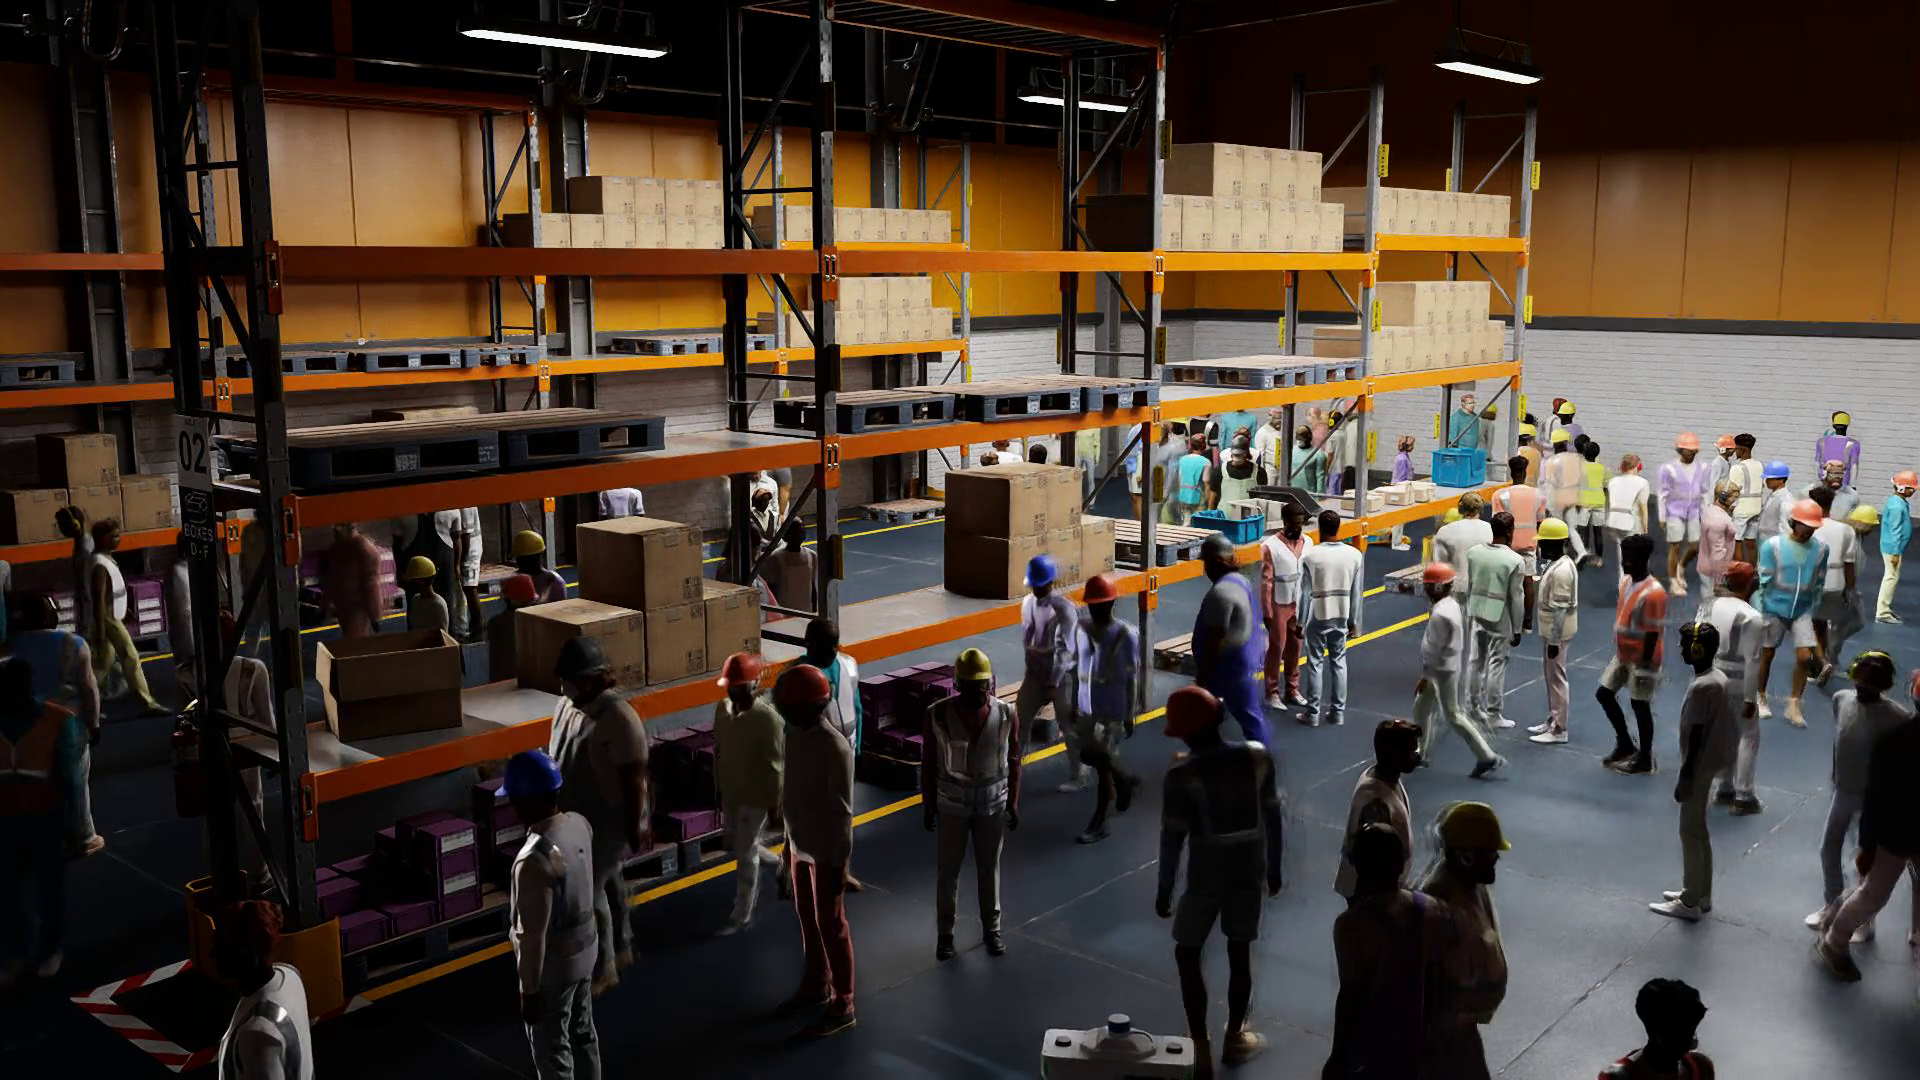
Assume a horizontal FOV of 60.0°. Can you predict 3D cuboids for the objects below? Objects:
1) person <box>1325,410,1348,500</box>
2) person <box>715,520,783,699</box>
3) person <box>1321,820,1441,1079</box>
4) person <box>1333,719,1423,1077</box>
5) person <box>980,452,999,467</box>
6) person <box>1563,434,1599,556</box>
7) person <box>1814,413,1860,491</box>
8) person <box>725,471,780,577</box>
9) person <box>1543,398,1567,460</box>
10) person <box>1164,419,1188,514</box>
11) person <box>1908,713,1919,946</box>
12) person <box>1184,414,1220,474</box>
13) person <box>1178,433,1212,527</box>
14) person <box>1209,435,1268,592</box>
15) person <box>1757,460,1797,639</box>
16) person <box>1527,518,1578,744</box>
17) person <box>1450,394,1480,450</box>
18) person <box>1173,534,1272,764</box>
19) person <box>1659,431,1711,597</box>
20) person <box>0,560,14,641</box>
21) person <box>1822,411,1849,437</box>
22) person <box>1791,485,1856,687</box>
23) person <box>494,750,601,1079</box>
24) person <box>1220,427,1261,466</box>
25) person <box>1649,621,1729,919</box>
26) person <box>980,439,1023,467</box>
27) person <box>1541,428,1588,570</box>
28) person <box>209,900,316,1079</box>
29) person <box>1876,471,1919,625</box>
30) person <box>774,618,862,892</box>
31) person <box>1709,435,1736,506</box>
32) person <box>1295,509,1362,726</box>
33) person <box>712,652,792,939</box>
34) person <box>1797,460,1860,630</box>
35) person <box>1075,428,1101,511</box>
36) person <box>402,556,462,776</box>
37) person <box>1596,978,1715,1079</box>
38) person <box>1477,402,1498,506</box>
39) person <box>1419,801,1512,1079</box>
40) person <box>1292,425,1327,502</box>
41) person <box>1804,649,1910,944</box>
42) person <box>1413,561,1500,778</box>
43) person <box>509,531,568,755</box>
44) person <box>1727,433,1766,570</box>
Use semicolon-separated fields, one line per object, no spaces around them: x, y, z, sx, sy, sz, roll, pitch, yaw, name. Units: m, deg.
5.537;-0.988;24.696;0.328;1.872;0.514;9;13;43;person
-1.674;0.836;13.293;0.538;2.000;0.682;-4;10;-24;person
1.693;2.037;6.732;0.505;1.838;0.347;-5;11;-27;person
2.066;1.778;8.299;0.398;1.833;0.563;3;10;17;person
0.340;-0.125;19.612;0.335;1.845;0.513;2;10;10;person
8.551;-0.616;22.987;0.536;1.697;0.318;5;11;27;person
12.514;-0.855;23.767;0.588;1.918;0.401;9;13;44;person
-2.361;-0.058;19.077;0.643;1.899;0.397;-5;11;-28;person
9.586;-1.351;26.820;0.338;1.882;0.582;1;10;5;person
3.516;-1.332;26.637;0.608;1.901;0.763;5;11;27;person
5.872;1.487;9.742;0.385;1.925;0.592;-4;10;-22;person
3.708;-1.190;25.436;0.615;2.031;0.403;8;12;39;person
3.064;-0.466;21.644;0.376;1.844;0.572;-7;12;-34;person
3.291;-0.231;19.665;0.688;2.000;0.536;1;10;7;person
8.809;0.101;17.999;0.417;1.939;0.609;2;10;11;person
5.016;0.765;14.093;0.397;1.918;0.588;2;10;14;person
8.284;-1.431;27.230;0.654;1.906;0.407;-7;12;-35;person
2.091;0.896;12.935;0.907;2.000;0.717;3;10;19;person
8.810;-0.317;20.219;0.639;2.027;0.456;0;10;-1;person
-8.311;0.788;14.159;0.342;1.846;0.509;5;11;28;person
13.119;-1.018;24.964;0.343;1.840;0.507;-1;10;-5;person
8.241;0.454;15.873;0.625;1.940;0.712;0;10;-1;person
-1.823;1.874;7.410;0.418;1.939;0.605;2;10;9;person
3.790;-0.608;22.487;0.563;1.847;0.388;3;10;17;person
4.569;1.423;10.357;0.348;1.856;0.523;7;12;34;person
0.543;-0.490;21.702;0.585;1.878;0.362;1;10;3;person
7.942;-0.507;21.744;0.617;1.900;0.665;-3;10;-19;person
-2.431;2.163;5.841;0.353;1.883;0.578;-3;10;-16;person
10.538;0.082;18.701;0.351;1.738;0.575;5;11;29;person
-0.880;1.390;10.627;0.633;1.832;0.430;-8;13;-41;person
10.266;-0.547;22.403;0.339;1.749;0.573;6;11;32;person
3.226;0.688;14.581;0.597;1.909;0.405;-3;10;-17;person
-1.269;1.514;10.152;0.576;1.732;0.651;8;13;41;person
9.570;0.059;18.371;0.647;1.902;0.400;2;10;13;person
2.034;-1.354;27.204;0.526;1.762;0.339;2;10;13;person
-4.223;0.991;13.226;0.350;1.758;0.522;-9;13;-42;person
2.341;2.284;5.670;0.536;1.695;0.321;-5;11;-26;person
8.765;-1.440;27.788;0.347;1.738;0.497;-3;10;-15;person
2.083;1.980;7.212;0.860;1.805;0.598;6;11;30;person
4.516;-0.562;21.957;0.630;1.936;0.369;8;12;40;person
5.350;1.518;9.844;0.498;1.831;0.544;-5;11;-28;person
3.881;1.023;13.153;0.817;1.718;0.562;3;10;17;person
-3.428;0.869;13.457;0.585;1.921;0.383;6;11;30;person
9.712;-0.348;20.624;0.607;1.958;0.384;-6;11;-31;person
